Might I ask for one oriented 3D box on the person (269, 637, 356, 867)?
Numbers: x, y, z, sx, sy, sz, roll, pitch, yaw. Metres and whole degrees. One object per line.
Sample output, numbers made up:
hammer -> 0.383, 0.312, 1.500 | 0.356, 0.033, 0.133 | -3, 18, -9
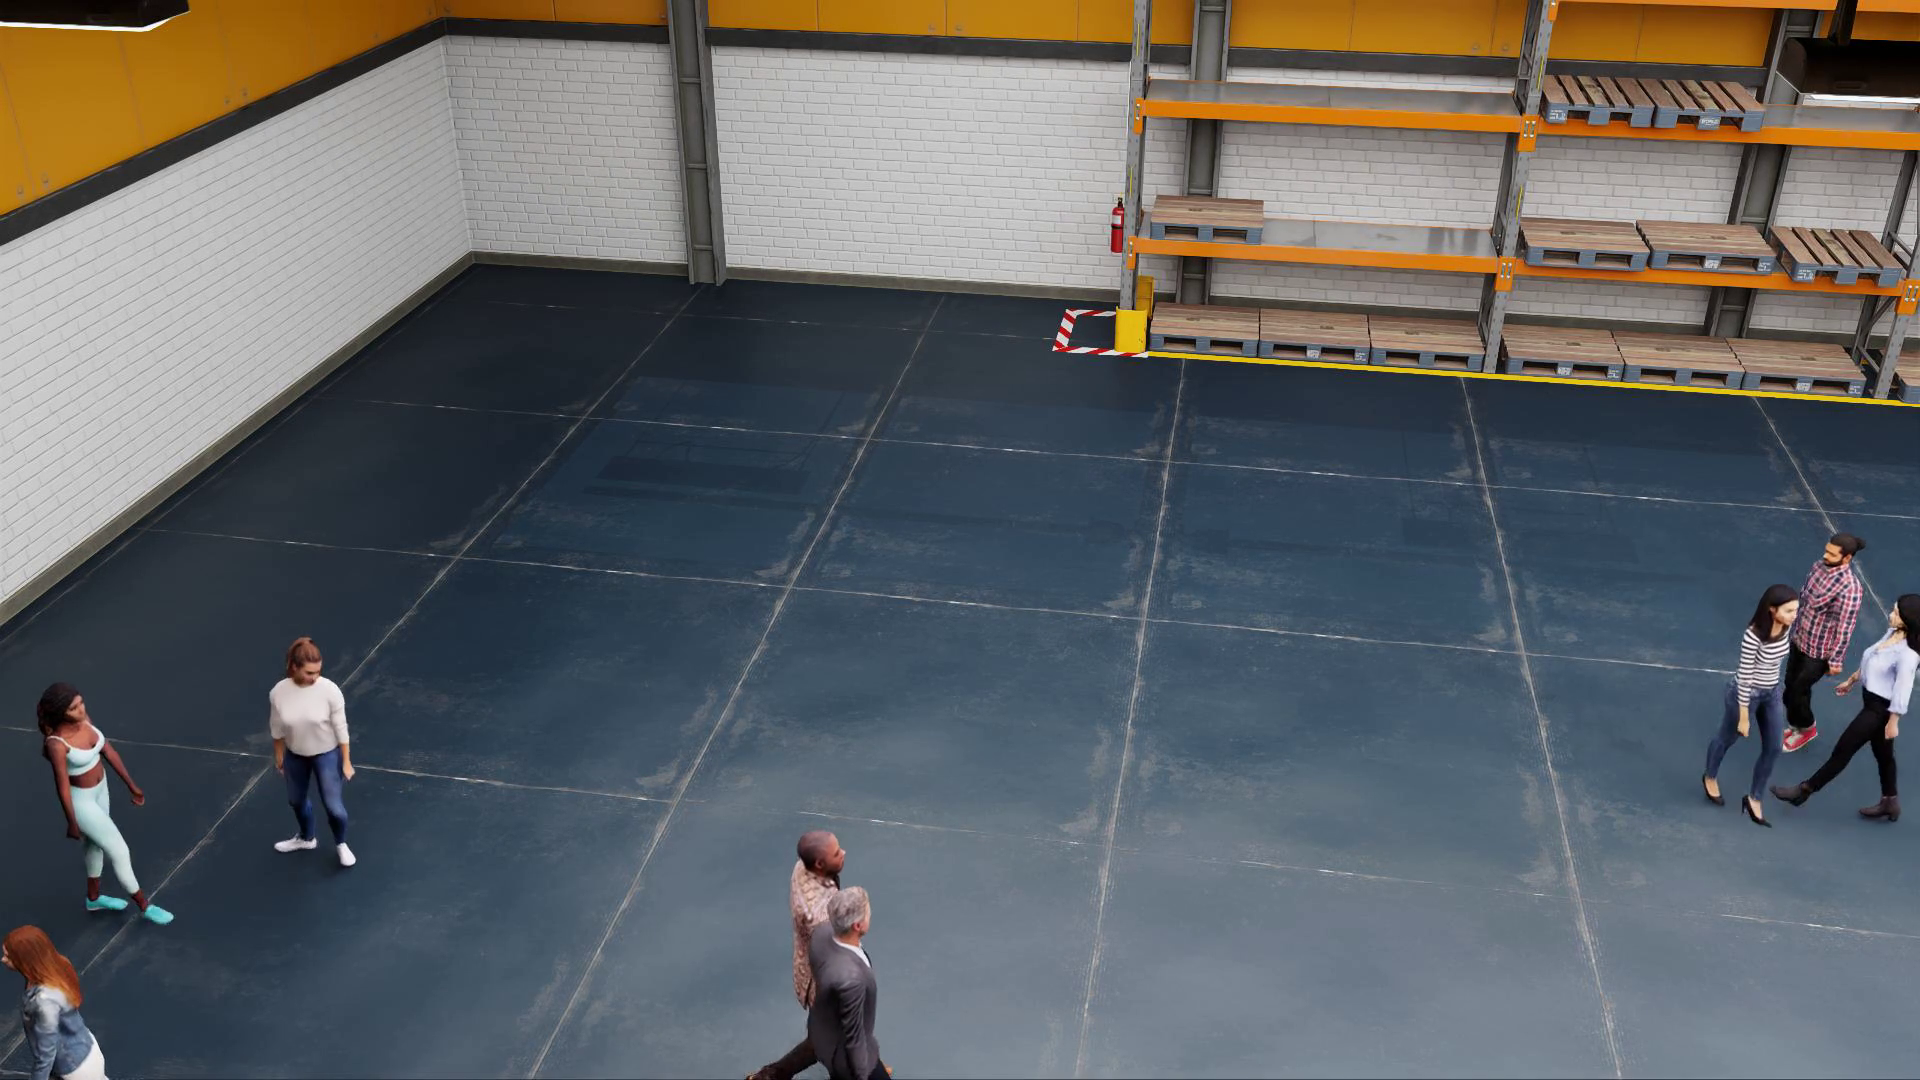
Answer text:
person -> -4.125, 1.357, 10.552 | 0.494, 1.701, 0.914 | 8, 30, 15

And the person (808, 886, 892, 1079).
person -> -0.630, 2.519, 8.298 | 0.866, 1.820, 0.882 | -11, 31, -20

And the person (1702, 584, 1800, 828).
person -> 5.179, 1.039, 11.067 | 0.856, 1.767, 0.898 | -14, 32, -24

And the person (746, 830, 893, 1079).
person -> -0.797, 2.288, 8.756 | 1.135, 1.788, 0.906 | -5, 29, -9

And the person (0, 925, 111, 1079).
person -> -4.343, 2.590, 8.334 | 1.105, 1.662, 1.050 | -19, 34, -31

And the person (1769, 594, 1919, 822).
person -> 6.156, 1.141, 10.938 | 1.103, 1.711, 0.771 | 9, 30, 16

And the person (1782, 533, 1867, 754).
person -> 6.077, 0.725, 11.657 | 0.697, 1.752, 0.779 | 0, 29, 0

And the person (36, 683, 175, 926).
person -> -5.367, 1.595, 10.114 | 0.885, 1.702, 0.624 | 1, 29, 2
